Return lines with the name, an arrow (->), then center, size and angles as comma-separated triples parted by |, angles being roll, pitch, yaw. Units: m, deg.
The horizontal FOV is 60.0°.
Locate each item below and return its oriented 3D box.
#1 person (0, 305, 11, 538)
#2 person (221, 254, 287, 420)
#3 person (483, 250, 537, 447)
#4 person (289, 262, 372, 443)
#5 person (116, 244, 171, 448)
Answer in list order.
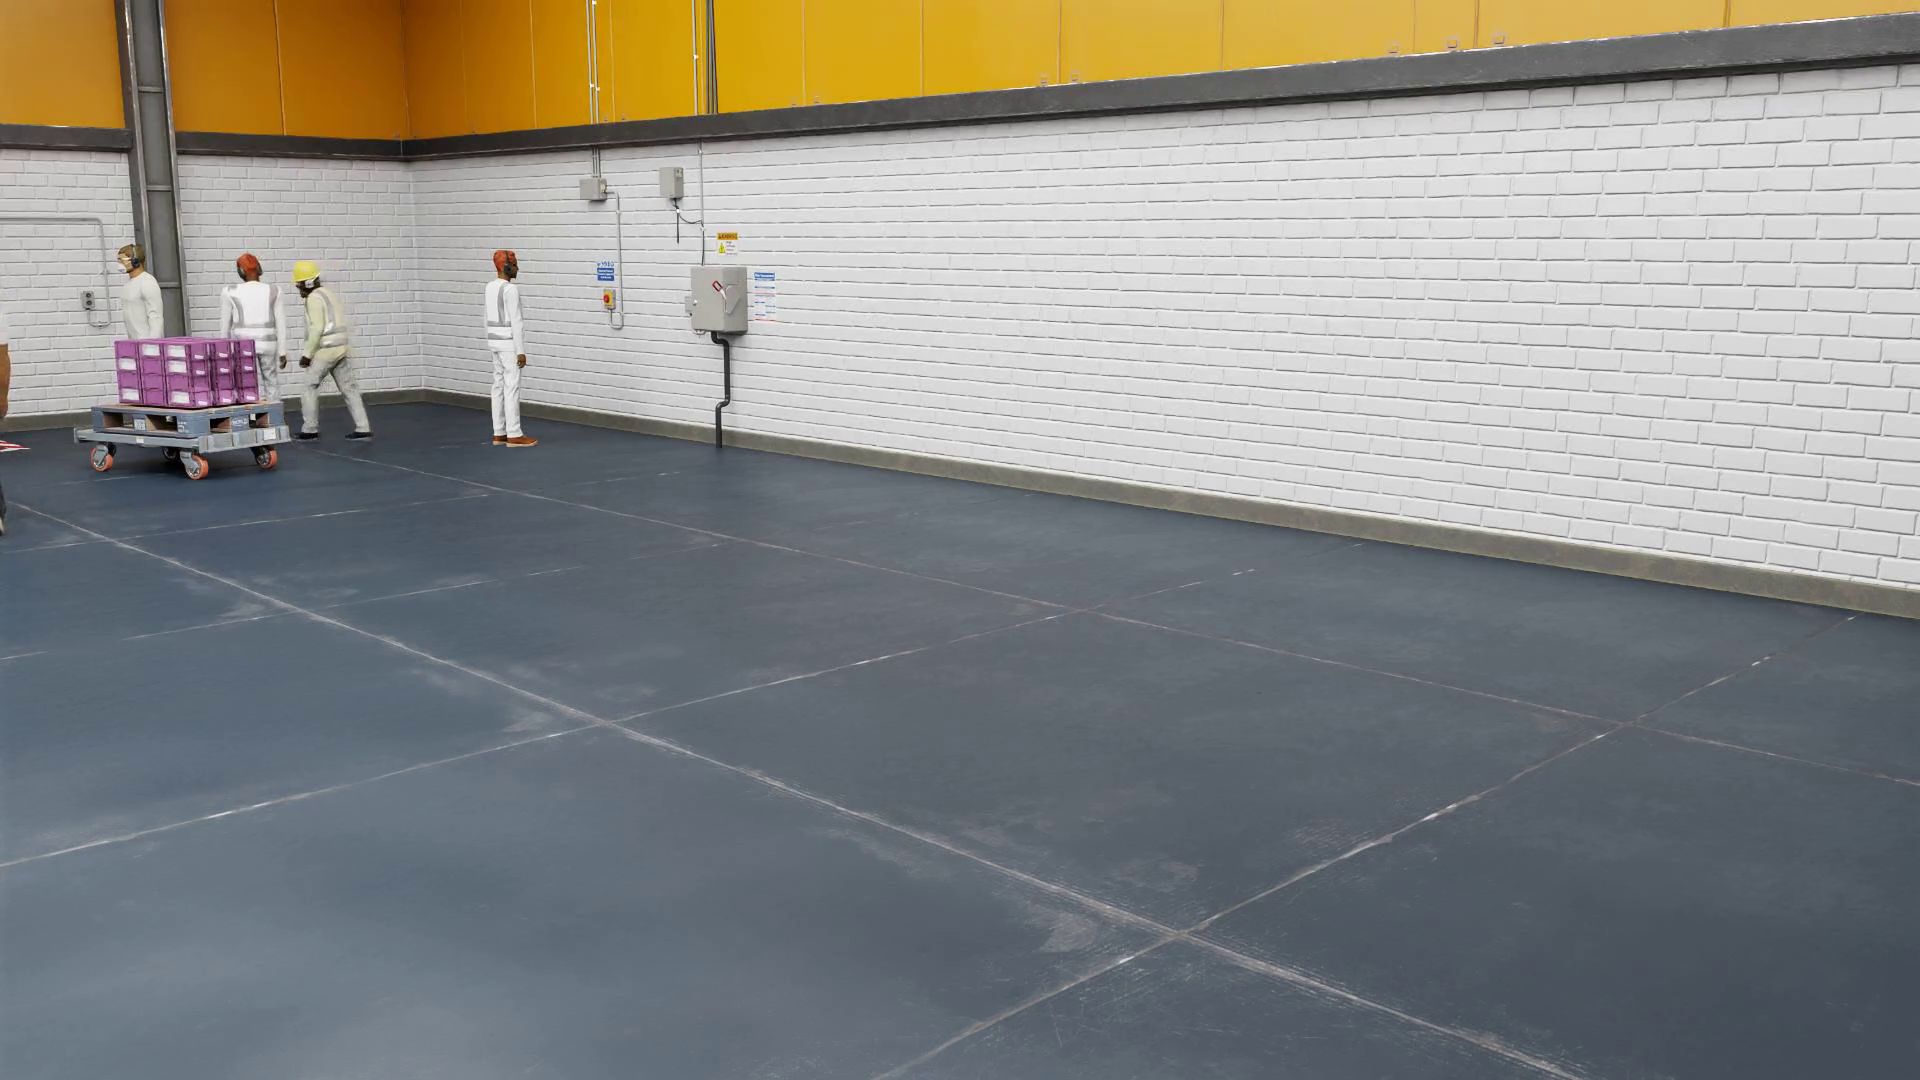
person -> -6.756, -1.032, 11.172 | 0.690, 2.000, 1.035 | -6, 12, -28
person -> -6.894, -1.863, 16.261 | 0.575, 1.827, 0.947 | -6, 12, -31
person -> -4.344, -1.834, 15.972 | 0.341, 1.882, 0.587 | -9, 14, -42
person -> -6.202, -1.805, 16.153 | 0.856, 1.760, 0.607 | -1, 10, -3
person -> -7.822, -1.855, 15.940 | 0.354, 1.937, 0.635 | -10, 15, -44
